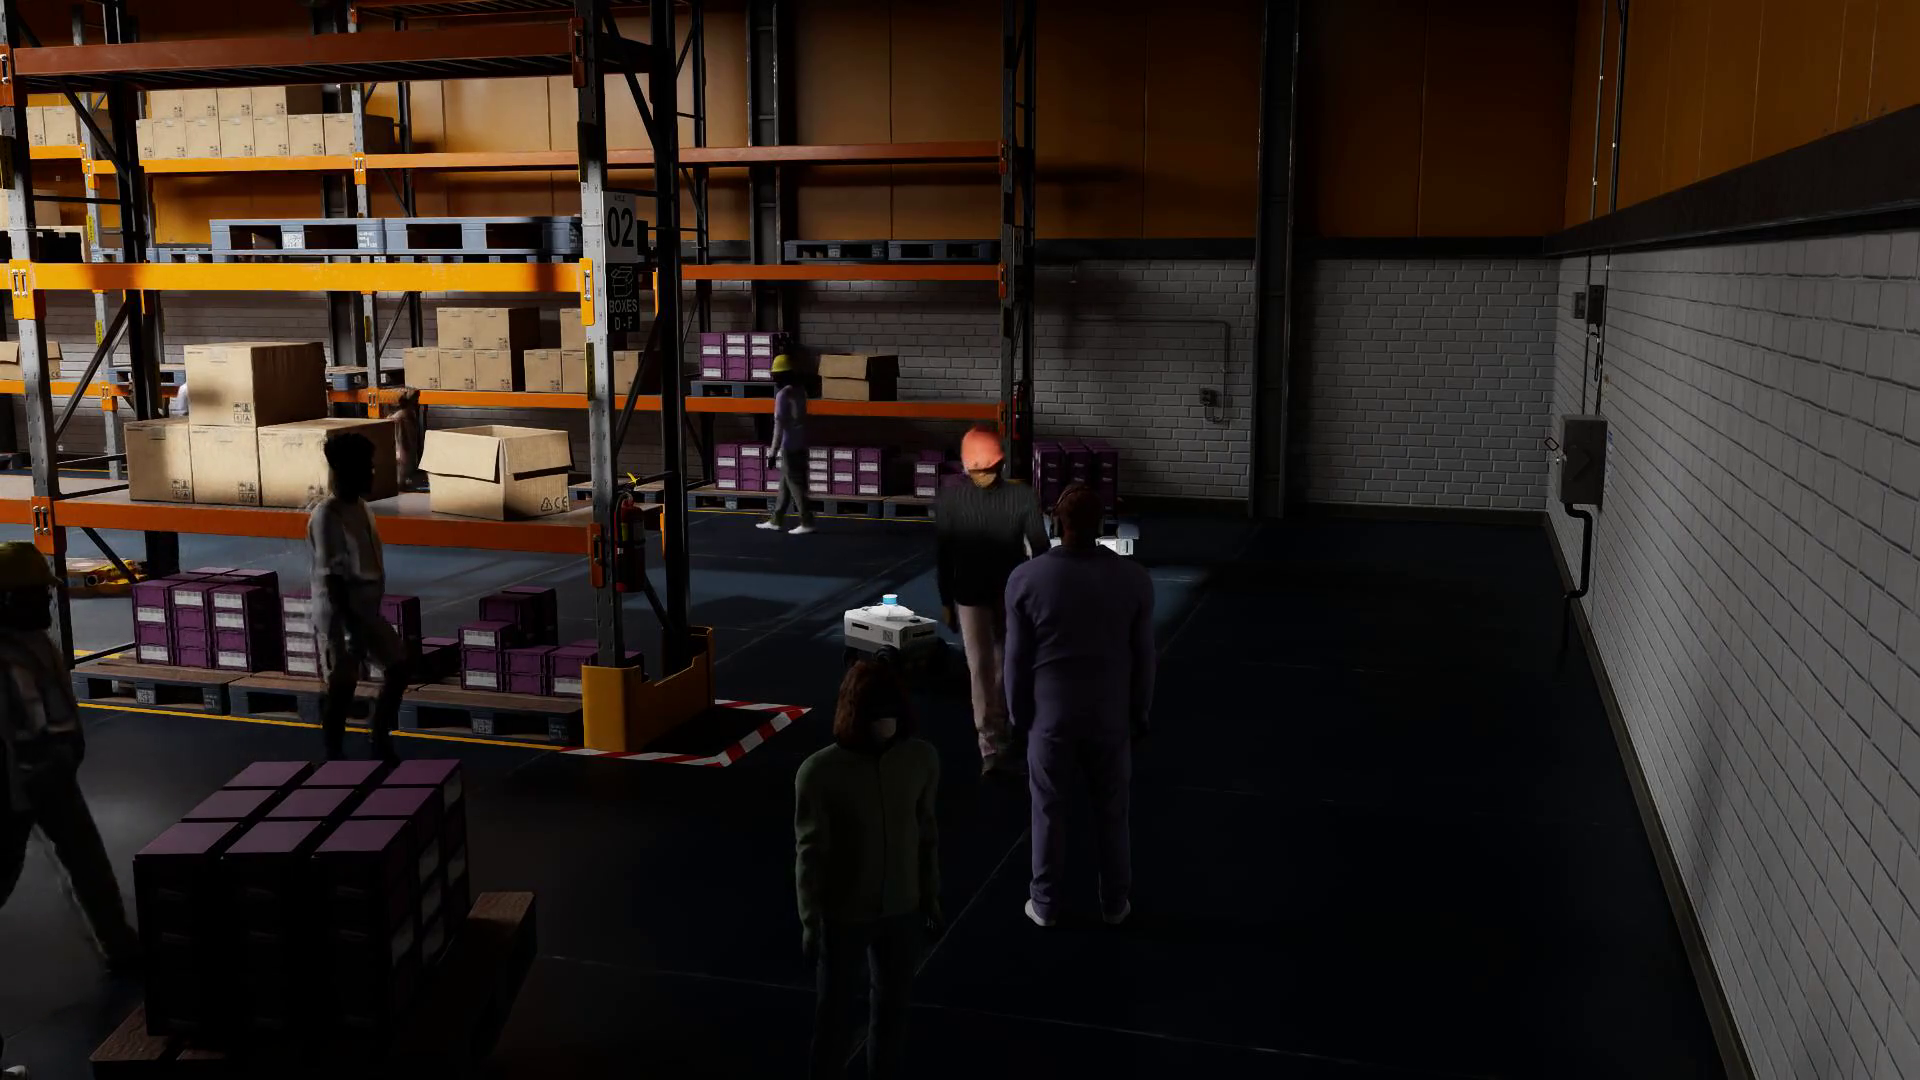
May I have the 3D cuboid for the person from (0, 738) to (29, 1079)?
[{"bbox_3d":[-3.422,0.972,5.427,0.597,1.916,0.370,-2,10,-13],"label":"person"}]

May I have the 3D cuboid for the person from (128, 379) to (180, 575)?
[{"bbox_3d":[-7.257,-0.557,14.966,0.344,1.845,0.506,-2,9,-11],"label":"person"}]

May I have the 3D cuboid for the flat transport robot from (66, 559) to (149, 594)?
[{"bbox_3d":[-7.853,0.306,14.490,1.431,0.197,0.652,0,9,1],"label":"flat transport robot"}]

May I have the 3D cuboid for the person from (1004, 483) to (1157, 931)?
[{"bbox_3d":[0.502,0.710,7.047,0.641,1.913,0.407,0,9,-1],"label":"person"}]

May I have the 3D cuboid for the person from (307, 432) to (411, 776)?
[{"bbox_3d":[-3.165,0.402,8.823,0.600,1.946,0.611,1,9,7],"label":"person"}]

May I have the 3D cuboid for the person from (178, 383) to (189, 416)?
[{"bbox_3d":[-7.952,-1.054,17.699,0.626,1.943,0.406,-8,12,-41],"label":"person"}]

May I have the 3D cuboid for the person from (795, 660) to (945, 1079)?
[{"bbox_3d":[-0.272,1.162,5.132,0.501,1.632,0.280,-6,11,-32],"label":"person"}]

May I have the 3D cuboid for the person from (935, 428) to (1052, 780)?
[{"bbox_3d":[0.197,0.342,9.217,0.631,1.918,1.037,-2,9,-10],"label":"person"}]

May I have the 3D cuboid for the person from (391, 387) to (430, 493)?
[{"bbox_3d":[-5.700,-0.776,17.034,0.813,1.598,0.497,2,9,10],"label":"person"}]

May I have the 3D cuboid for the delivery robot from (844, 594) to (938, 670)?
[{"bbox_3d":[-0.480,0.618,11.441,0.477,0.478,0.707,-8,12,-41],"label":"delivery robot"}]

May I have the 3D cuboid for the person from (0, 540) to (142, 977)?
[{"bbox_3d":[-3.585,0.884,6.367,0.902,1.791,0.606,-1,9,-6],"label":"person"}]

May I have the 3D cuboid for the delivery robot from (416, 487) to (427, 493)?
[{"bbox_3d":[-5.505,-0.299,17.029,0.707,0.478,0.477,0,9,0],"label":"delivery robot"}]

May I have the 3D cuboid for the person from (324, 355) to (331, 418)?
[{"bbox_3d":[-7.545,-1.323,19.522,0.361,1.882,0.575,-2,10,-14],"label":"person"}]

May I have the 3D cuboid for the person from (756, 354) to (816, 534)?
[{"bbox_3d":[-1.836,-0.995,17.489,0.653,1.912,0.630,2,10,15],"label":"person"}]
